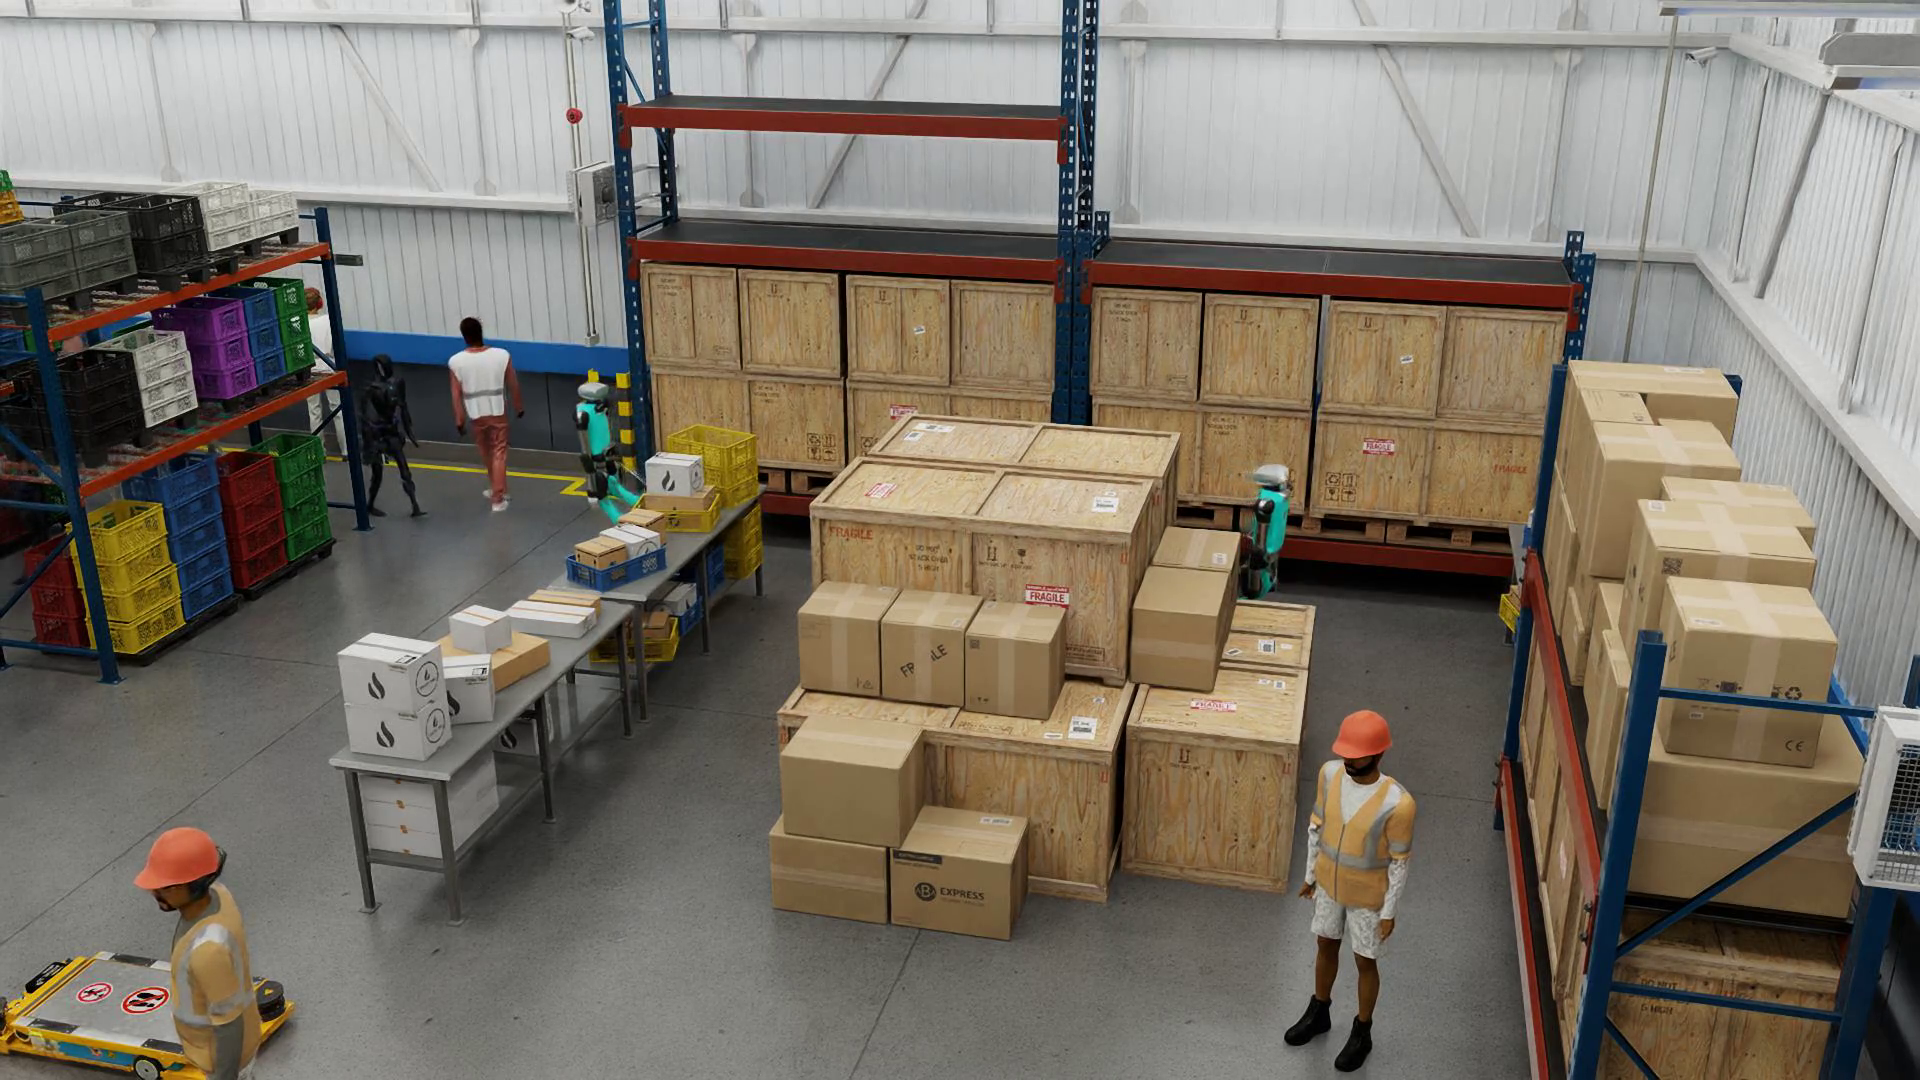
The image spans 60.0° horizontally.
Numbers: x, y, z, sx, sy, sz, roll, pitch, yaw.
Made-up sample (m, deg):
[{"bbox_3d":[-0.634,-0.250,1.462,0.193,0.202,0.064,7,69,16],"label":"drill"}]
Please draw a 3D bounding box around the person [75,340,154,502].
[{"bbox_3d":[-7.805,-0.943,15.344,0.720,1.815,0.571,-12,24,-29],"label":"person"}]

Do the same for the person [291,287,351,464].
[{"bbox_3d":[-6.645,-1.697,17.273,0.563,1.846,0.397,-4,21,-11],"label":"person"}]

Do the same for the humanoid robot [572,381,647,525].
[{"bbox_3d":[-2.785,-0.473,14.260,0.970,1.770,0.537,4,21,11],"label":"humanoid robot"}]

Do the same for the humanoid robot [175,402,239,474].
[{"bbox_3d":[-7.550,-1.339,16.526,0.933,1.776,0.544,1,21,3],"label":"humanoid robot"}]

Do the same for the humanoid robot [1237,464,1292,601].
[{"bbox_3d":[1.971,0.244,12.384,0.929,1.779,0.539,11,23,26],"label":"humanoid robot"}]

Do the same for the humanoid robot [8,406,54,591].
[{"bbox_3d":[-7.830,-0.342,14.003,0.418,1.640,0.604,-14,25,-33],"label":"humanoid robot"}]

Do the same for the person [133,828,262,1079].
[{"bbox_3d":[-3.142,2.119,7.017,0.366,2.044,0.613,-10,23,-24],"label":"person"}]

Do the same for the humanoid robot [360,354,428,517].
[{"bbox_3d":[-5.392,-0.970,15.649,0.755,1.629,0.600,12,24,28],"label":"humanoid robot"}]

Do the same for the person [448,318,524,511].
[{"bbox_3d":[-4.537,-1.221,15.979,0.640,1.877,0.639,-5,22,-13],"label":"person"}]

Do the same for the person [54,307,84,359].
[{"bbox_3d":[-9.011,-1.568,17.106,0.897,1.722,0.520,-6,22,-16],"label":"person"}]

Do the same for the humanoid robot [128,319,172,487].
[{"bbox_3d":[-8.059,-1.366,16.487,0.748,1.723,0.531,10,23,24],"label":"humanoid robot"}]

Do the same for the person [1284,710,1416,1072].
[{"bbox_3d":[1.928,1.717,8.217,0.358,1.939,0.542,-19,28,-40],"label":"person"}]

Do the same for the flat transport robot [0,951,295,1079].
[{"bbox_3d":[-4.270,2.464,8.601,1.431,0.231,0.659,5,22,13],"label":"flat transport robot"}]
